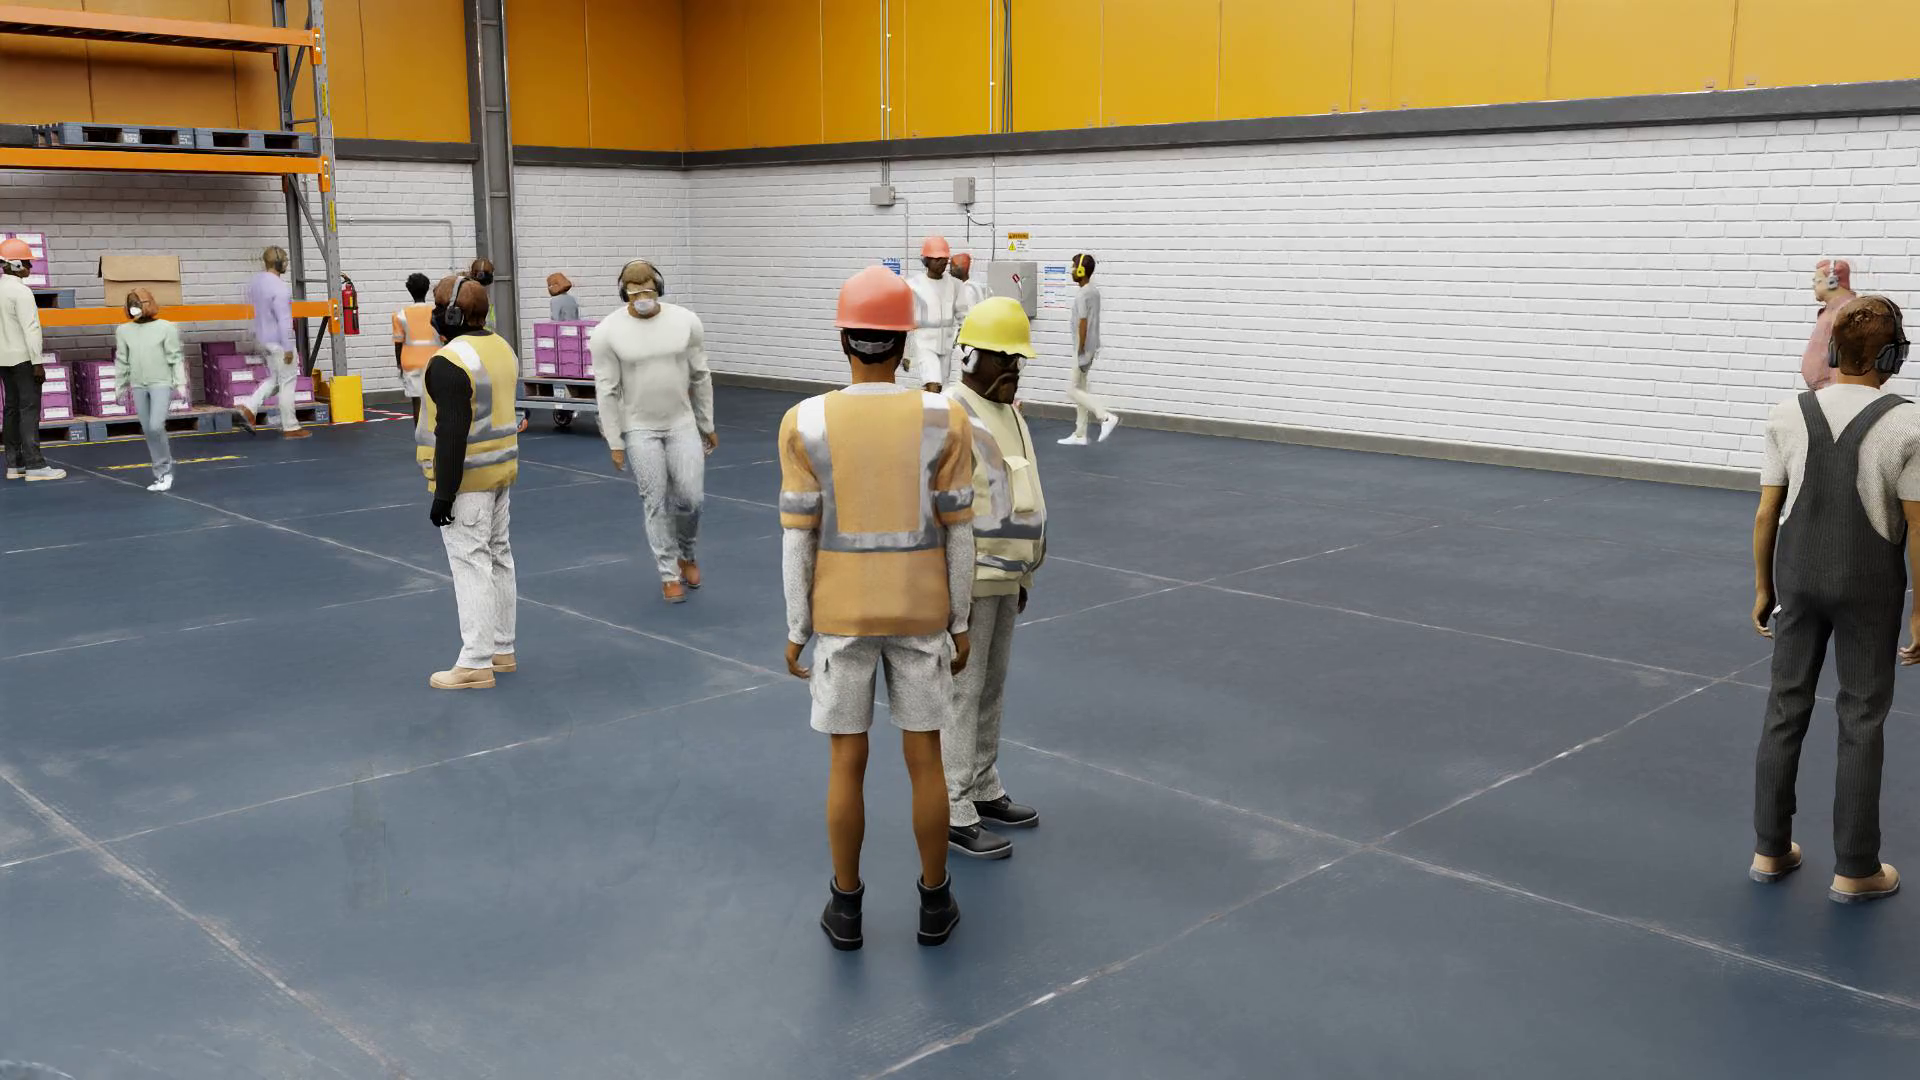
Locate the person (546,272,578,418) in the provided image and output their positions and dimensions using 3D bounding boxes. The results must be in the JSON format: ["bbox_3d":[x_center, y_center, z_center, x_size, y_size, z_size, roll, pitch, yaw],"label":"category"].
[{"bbox_3d":[-4.383,-2.145,18.395,0.360,1.608,0.533,4,11,19],"label":"person"}]

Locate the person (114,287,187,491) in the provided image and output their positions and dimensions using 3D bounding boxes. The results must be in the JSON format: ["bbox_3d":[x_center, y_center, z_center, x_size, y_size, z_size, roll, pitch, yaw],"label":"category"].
[{"bbox_3d":[-6.405,-1.177,13.102,0.534,1.616,0.484,1,10,6],"label":"person"}]

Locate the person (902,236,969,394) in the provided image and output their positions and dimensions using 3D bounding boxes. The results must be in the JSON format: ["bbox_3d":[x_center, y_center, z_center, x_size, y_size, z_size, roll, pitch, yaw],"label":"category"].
[{"bbox_3d":[-0.159,-1.719,15.003,0.635,1.997,0.981,-6,12,-29],"label":"person"}]

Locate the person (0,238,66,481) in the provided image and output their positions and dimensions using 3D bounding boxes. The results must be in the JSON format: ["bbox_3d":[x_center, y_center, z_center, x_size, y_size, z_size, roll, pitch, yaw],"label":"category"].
[{"bbox_3d":[-7.772,-1.489,13.787,0.624,1.992,0.390,7,13,34],"label":"person"}]

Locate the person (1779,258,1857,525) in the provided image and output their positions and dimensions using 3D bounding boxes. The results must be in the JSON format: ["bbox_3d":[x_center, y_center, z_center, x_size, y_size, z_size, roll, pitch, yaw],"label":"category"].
[{"bbox_3d":[6.131,-1.001,11.479,0.781,1.873,0.683,5,11,25],"label":"person"}]

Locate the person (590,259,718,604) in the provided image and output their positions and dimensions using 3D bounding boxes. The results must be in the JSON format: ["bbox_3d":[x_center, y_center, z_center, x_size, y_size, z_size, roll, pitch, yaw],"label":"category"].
[{"bbox_3d":[-1.664,-0.583,9.121,0.687,1.895,0.514,-4,11,-20],"label":"person"}]

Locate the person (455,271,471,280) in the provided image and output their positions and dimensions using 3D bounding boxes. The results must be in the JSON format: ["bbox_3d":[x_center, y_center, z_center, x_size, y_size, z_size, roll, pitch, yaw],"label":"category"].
[{"bbox_3d":[-5.563,-2.229,18.857,0.462,1.632,0.539,1,10,7],"label":"person"}]

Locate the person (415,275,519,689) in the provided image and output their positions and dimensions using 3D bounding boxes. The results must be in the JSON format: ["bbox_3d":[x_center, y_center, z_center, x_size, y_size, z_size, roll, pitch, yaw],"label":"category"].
[{"bbox_3d":[-2.213,-0.256,7.482,0.429,1.846,0.626,1,10,7],"label":"person"}]

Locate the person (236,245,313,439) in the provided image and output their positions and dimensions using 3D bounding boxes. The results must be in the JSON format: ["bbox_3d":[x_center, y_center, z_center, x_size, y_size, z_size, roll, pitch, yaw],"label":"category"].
[{"bbox_3d":[-6.780,-1.930,16.389,0.643,1.927,0.618,9,14,42],"label":"person"}]

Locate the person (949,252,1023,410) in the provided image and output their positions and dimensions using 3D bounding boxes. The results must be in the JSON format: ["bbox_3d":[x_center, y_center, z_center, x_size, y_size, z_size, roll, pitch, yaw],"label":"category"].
[{"bbox_3d":[0.231,-2.042,17.195,0.734,1.855,0.607,2,11,9],"label":"person"}]

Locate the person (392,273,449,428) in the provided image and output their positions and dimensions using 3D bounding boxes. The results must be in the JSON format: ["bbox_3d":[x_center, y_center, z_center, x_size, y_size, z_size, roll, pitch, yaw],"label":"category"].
[{"bbox_3d":[-4.891,-1.590,15.160,0.544,1.684,0.557,-2,11,-12],"label":"person"}]

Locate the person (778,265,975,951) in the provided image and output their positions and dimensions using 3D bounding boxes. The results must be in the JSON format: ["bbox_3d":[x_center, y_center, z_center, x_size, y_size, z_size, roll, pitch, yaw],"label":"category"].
[{"bbox_3d":[-0.231,0.204,4.711,0.543,1.939,0.370,0,10,-3],"label":"person"}]

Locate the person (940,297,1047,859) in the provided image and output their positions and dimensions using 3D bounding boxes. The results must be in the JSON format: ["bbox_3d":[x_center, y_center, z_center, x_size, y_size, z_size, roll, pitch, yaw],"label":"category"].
[{"bbox_3d":[0.087,0.116,5.504,0.404,1.825,0.586,4,11,22],"label":"person"}]

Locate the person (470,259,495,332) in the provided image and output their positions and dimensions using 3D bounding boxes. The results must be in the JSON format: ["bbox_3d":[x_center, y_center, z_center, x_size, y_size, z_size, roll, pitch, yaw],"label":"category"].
[{"bbox_3d":[-5.370,-2.153,18.069,0.753,1.790,0.676,-5,11,-25],"label":"person"}]

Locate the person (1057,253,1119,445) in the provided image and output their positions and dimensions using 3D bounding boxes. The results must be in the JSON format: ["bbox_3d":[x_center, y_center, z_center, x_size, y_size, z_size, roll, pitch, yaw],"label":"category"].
[{"bbox_3d":[1.238,-1.817,15.966,0.551,1.856,0.516,4,11,23],"label":"person"}]

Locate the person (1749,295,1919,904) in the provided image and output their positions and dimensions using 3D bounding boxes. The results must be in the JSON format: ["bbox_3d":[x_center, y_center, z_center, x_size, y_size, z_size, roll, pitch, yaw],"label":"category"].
[{"bbox_3d":[2.691,0.181,5.088,0.327,1.843,0.516,-9,14,-41],"label":"person"}]
